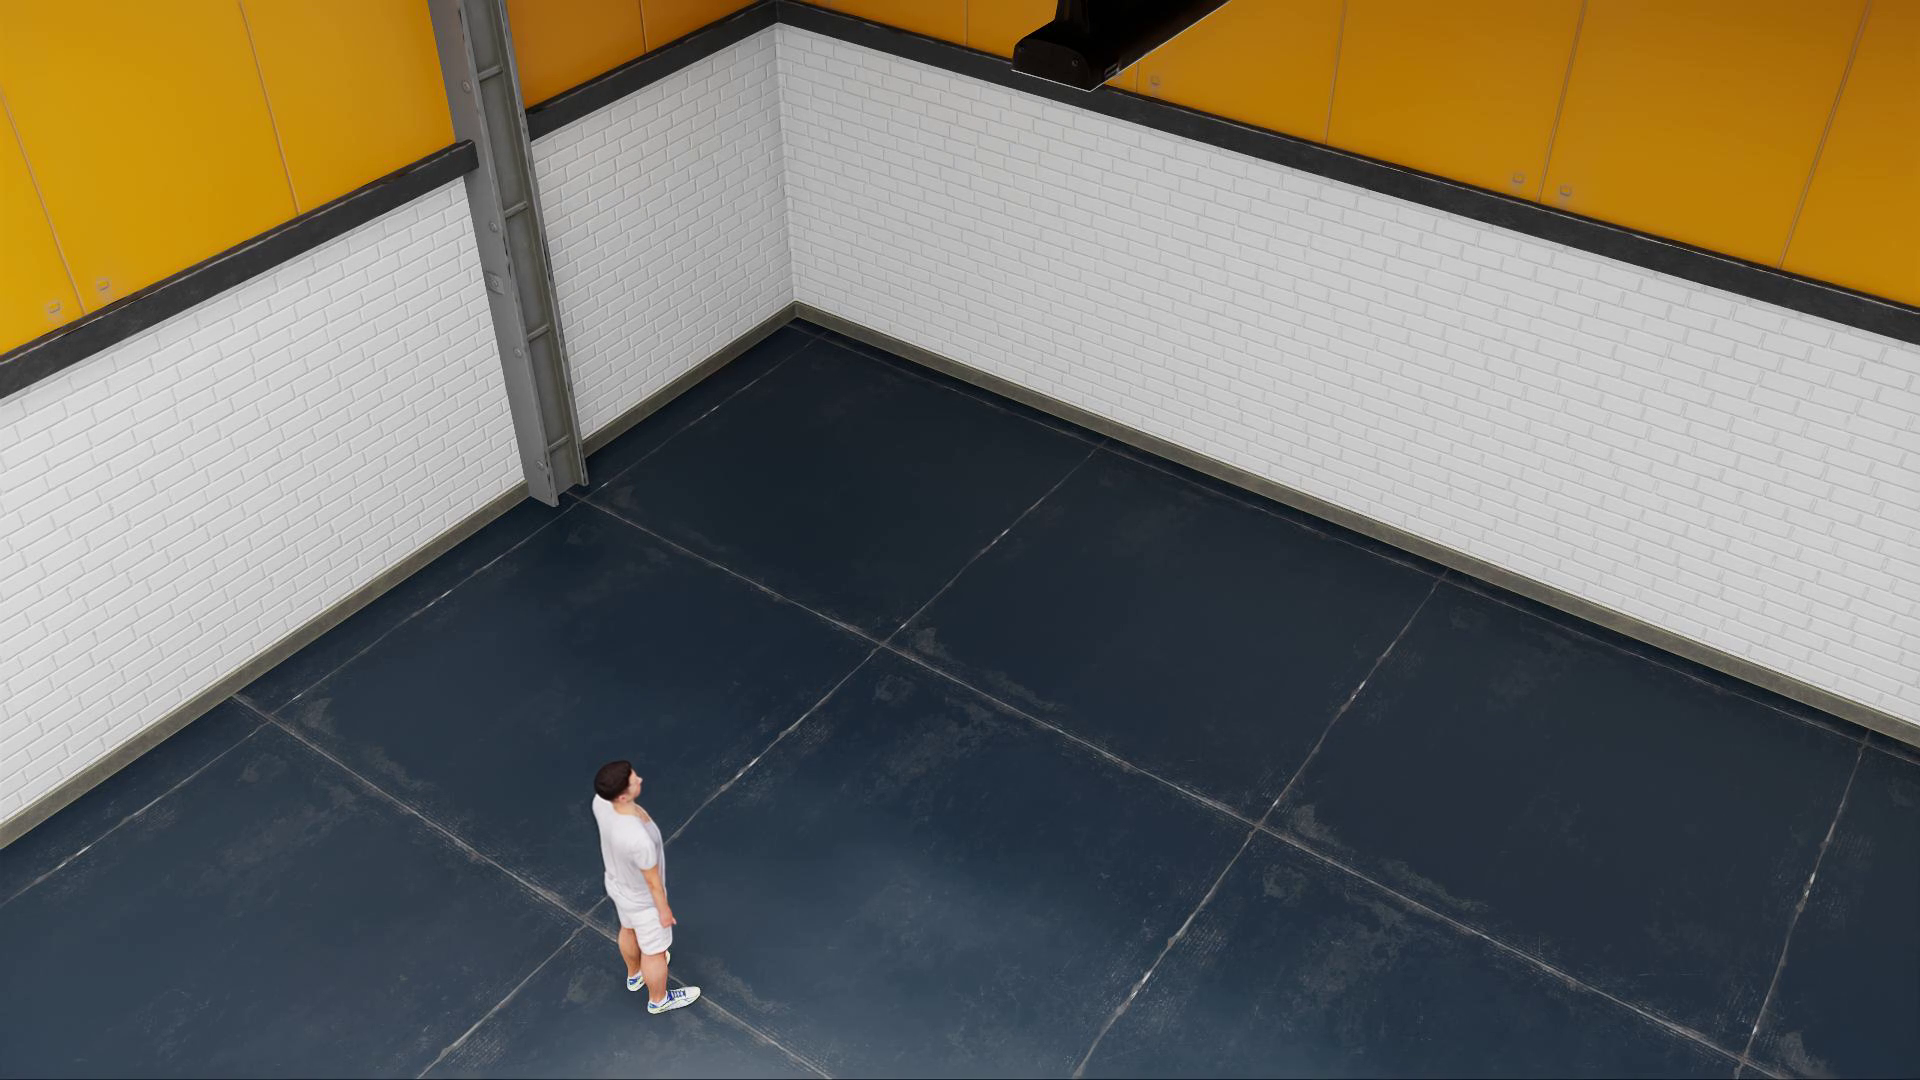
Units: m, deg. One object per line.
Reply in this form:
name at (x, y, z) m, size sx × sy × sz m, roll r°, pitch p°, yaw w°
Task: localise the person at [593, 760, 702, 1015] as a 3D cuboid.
person at (-1.762, 1.875, 9.045) m, size 0.664 × 1.854 × 0.745 m, roll -27°, pitch 46°, yaw -29°
